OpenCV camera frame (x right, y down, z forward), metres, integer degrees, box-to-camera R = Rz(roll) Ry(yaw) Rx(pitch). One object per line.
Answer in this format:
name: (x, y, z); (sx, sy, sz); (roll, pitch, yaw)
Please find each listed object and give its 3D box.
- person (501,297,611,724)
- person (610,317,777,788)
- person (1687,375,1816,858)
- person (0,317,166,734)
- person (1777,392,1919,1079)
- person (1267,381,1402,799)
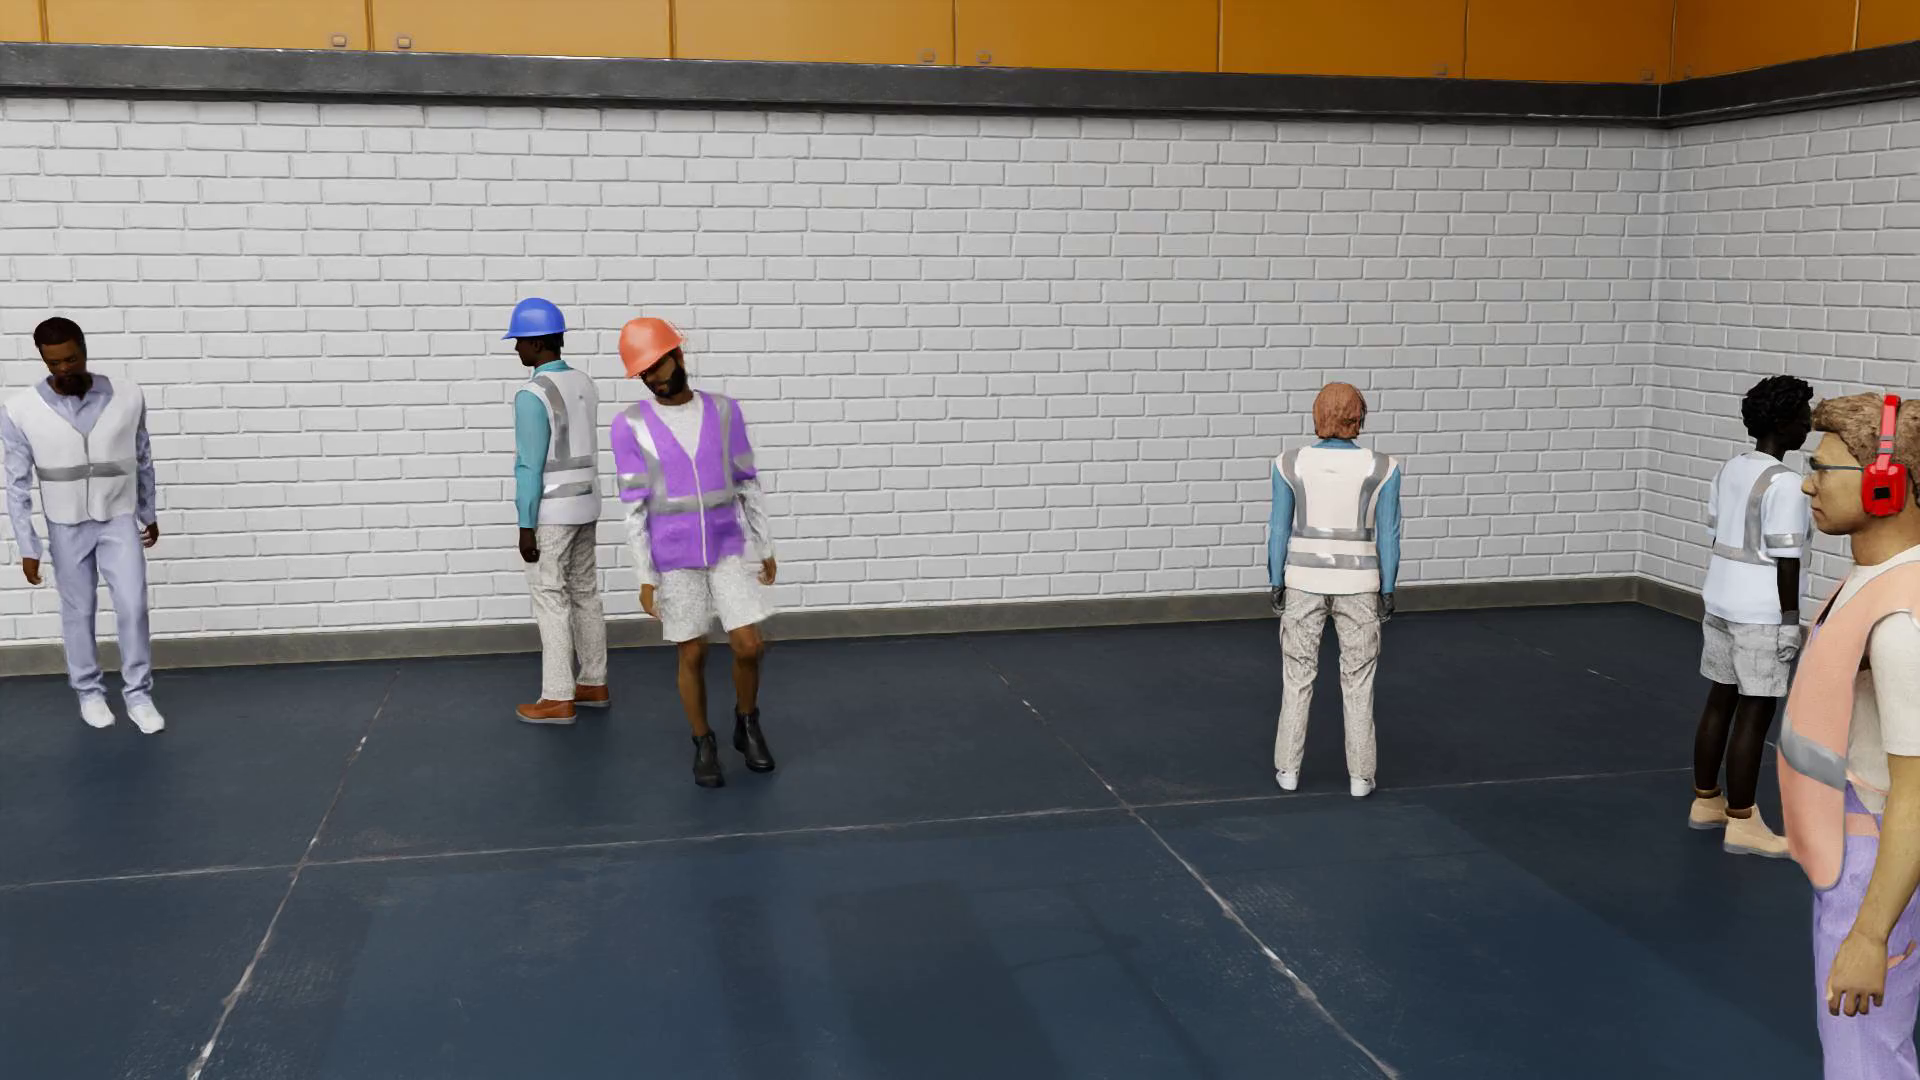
person: (-1.852, -0.129, 7.595); (0.416, 1.939, 0.612); (3, 10, 16)
person: (-1.041, 0.066, 6.567); (0.661, 1.882, 0.387); (-4, 10, -24)
person: (2.837, 0.262, 5.926); (0.317, 1.695, 0.540); (0, 9, 0)
person: (-3.847, -0.048, 7.344); (0.625, 1.850, 0.695); (-7, 12, -37)
person: (1.715, 0.649, 3.112); (0.384, 1.845, 0.565); (4, 10, 25)
person: (1.457, 0.198, 6.527); (0.514, 1.631, 0.318); (3, 10, 19)
